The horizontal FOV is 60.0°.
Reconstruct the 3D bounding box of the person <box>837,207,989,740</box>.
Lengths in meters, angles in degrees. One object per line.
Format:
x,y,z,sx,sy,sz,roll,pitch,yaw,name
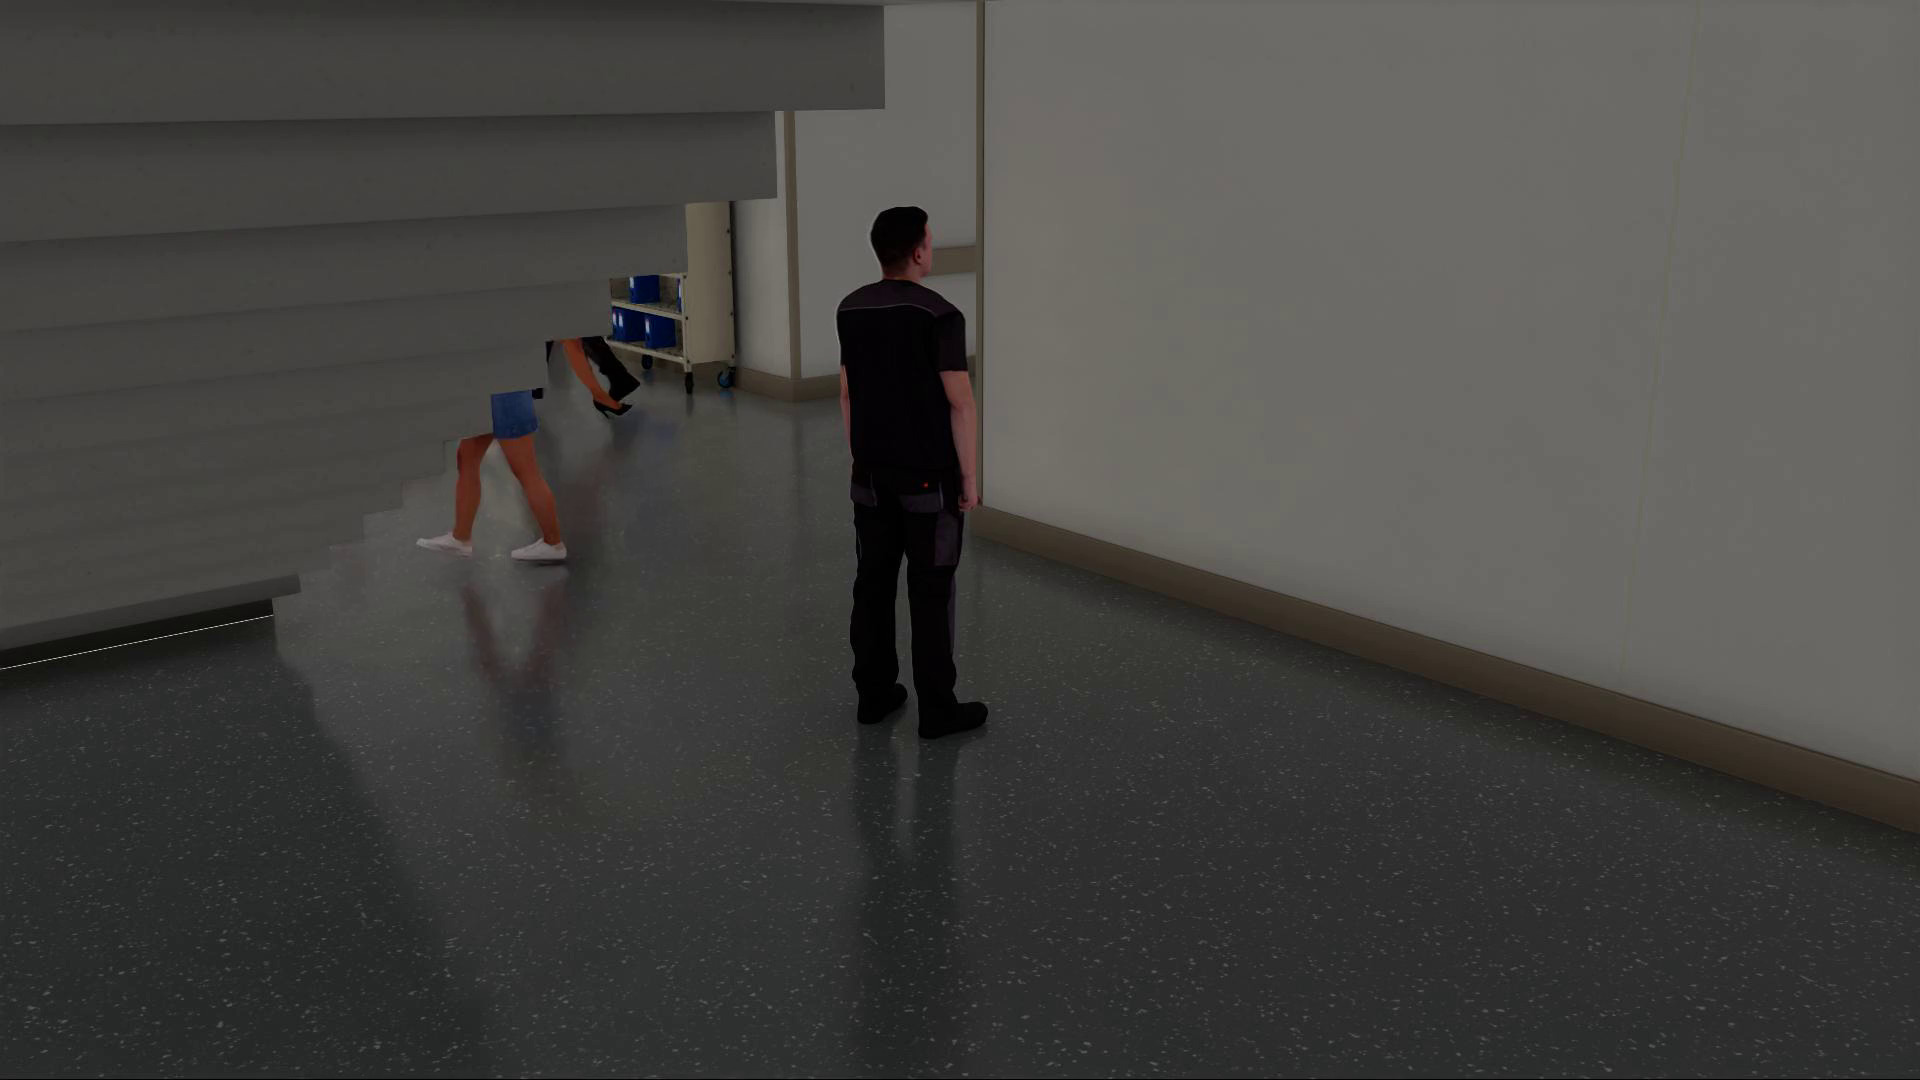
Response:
-0.186,-0.229,5.782,0.625,1.846,0.828,11,19,34,person
